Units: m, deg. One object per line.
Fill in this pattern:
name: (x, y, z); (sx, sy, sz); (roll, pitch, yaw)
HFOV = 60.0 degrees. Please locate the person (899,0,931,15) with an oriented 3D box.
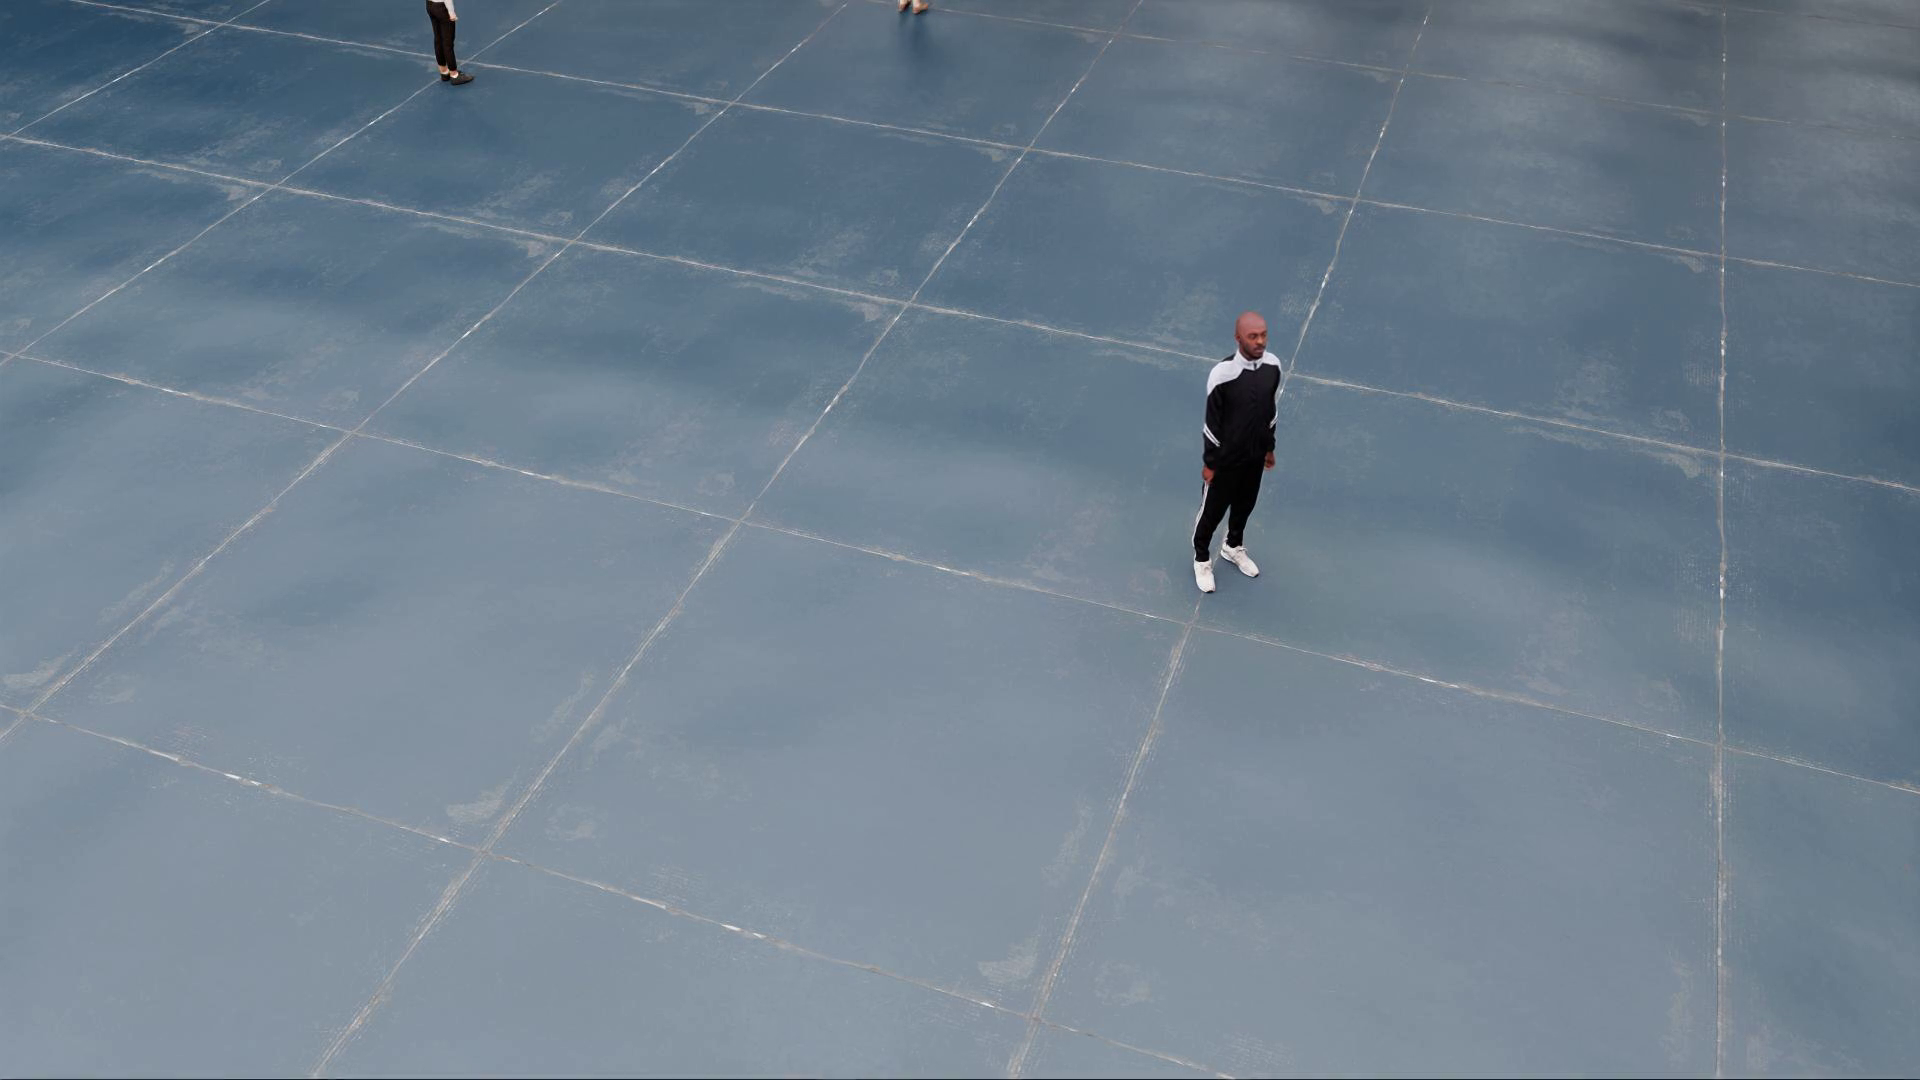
person: (-0.549, -6.336, 17.416); (0.557, 1.654, 0.630); (16, 41, 19)

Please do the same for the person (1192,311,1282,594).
person: (1.639, -0.553, 9.882); (0.721, 1.828, 0.786); (-17, 41, -20)

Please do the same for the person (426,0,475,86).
person: (-5.020, -5.133, 16.014); (0.605, 1.485, 0.601); (29, 46, 32)
